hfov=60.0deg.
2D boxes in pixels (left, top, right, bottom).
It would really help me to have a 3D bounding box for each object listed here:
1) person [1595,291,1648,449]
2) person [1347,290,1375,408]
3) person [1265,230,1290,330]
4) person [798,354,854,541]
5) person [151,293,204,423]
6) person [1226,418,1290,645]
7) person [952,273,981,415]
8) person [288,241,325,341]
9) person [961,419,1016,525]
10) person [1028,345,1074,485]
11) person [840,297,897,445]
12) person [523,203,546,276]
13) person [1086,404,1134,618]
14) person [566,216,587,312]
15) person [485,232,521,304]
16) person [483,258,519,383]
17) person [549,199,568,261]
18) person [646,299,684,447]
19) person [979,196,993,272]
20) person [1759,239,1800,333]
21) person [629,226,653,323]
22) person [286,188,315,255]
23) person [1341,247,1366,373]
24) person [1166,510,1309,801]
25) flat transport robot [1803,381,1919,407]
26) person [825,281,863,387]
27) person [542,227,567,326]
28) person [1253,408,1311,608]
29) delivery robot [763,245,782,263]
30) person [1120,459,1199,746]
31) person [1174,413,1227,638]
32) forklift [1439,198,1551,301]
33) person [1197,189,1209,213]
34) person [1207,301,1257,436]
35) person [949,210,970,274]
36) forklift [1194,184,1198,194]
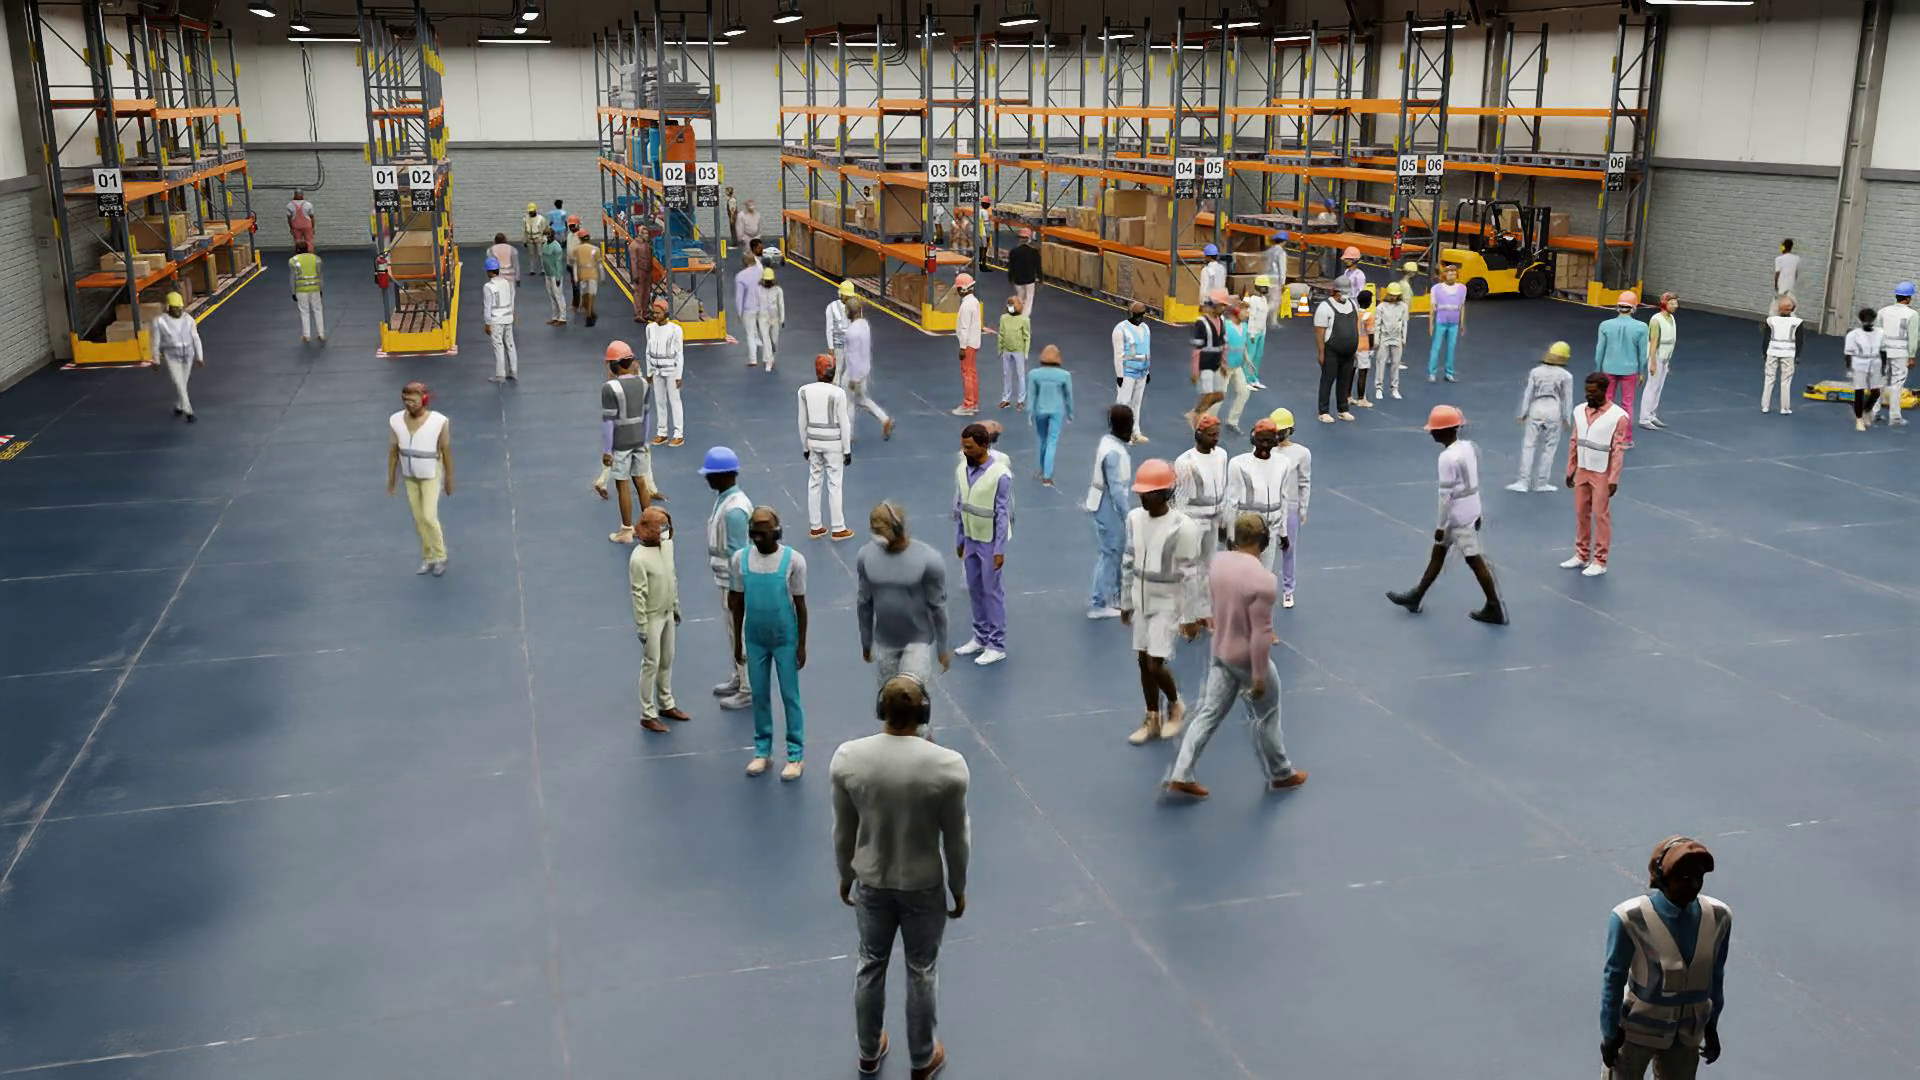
[{"bbox_3d":[8.391,-2.156,21.136,0.610,1.996,0.386,8,17,27],"label":"person"},{"bbox_3d":[5.767,-2.753,23.966,0.324,1.691,0.537,-8,17,-28],"label":"person"},{"bbox_3d":[5.985,-4.946,31.792,0.637,1.913,0.642,-4,15,-13],"label":"person"},{"bbox_3d":[-1.345,-0.930,16.732,0.573,1.886,0.353,8,17,27],"label":"person"},{"bbox_3d":[-10.770,-2.522,22.951,0.945,1.774,0.607,12,19,38],"label":"person"},{"bbox_3d":[2.406,-0.061,13.463,0.572,1.886,0.355,-6,16,-21],"label":"person"},{"bbox_3d":[0.094,-2.754,23.419,0.412,1.982,0.625,3,15,13],"label":"person"},{"bbox_3d":[-12.014,-4.580,30.600,0.617,1.830,0.430,-12,19,-39],"label":"person"},{"bbox_3d":[0.273,-0.271,14.754,0.529,1.618,0.487,11,19,37],"label":"person"},{"bbox_3d":[1.059,-1.475,19.346,0.516,1.582,0.869,3,15,12],"label":"person"},{"bbox_3d":[-1.259,-2.136,21.217,0.797,1.917,0.639,4,15,13],"label":"person"},{"bbox_3d":[-10.648,-7.517,41.647,0.598,1.824,0.403,2,15,8],"label":"person"},{"bbox_3d":[1.398,-0.235,14.156,0.649,1.881,0.619,2,15,8],"label":"person"},{"bbox_3d":[-7.993,-5.752,34.670,0.611,1.995,0.375,12,19,37],"label":"person"},{"bbox_3d":[-8.983,-5.129,32.693,0.672,1.802,0.479,-5,16,-18],"label":"person"},{"bbox_3d":[-7.240,-3.441,26.091,0.425,1.938,0.603,6,16,23],"label":"person"},{"bbox_3d":[-10.959,-8.477,45.510,0.548,1.675,0.367,2,15,8],"label":"person"},{"bbox_3d":[-3.773,-2.133,21.273,0.573,1.880,0.359,8,17,28],"label":"person"},{"bbox_3d":[0.634,-7.847,42.682,0.375,1.927,0.543,-6,16,-22],"label":"person"},{"bbox_3d":[15.365,-4.698,31.072,0.489,1.803,1.007,0,15,1],"label":"person"},{"bbox_3d":[-6.309,-5.288,33.125,0.401,1.897,0.648,5,16,18],"label":"person"},{"bbox_3d":[-17.578,-8.371,44.435,0.685,2.000,0.538,-4,15,-16],"label":"person"},{"bbox_3d":[6.291,-3.709,26.887,0.378,2.045,0.605,-3,15,-12],"label":"person"},{"bbox_3d":[1.751,0.738,10.482,1.010,1.892,0.624,-8,17,-28],"label":"person"},{"bbox_3d":[13.264,-2.160,24.456,1.431,0.197,0.652,12,19,37],"label":"flat transport robot"},{"bbox_3d":[-1.640,-2.828,23.997,0.588,1.823,0.403,-8,17,-28],"label":"person"},{"bbox_3d":[-7.962,-5.154,32.553,0.375,1.933,0.627,-12,19,-38],"label":"person"},{"bbox_3d":[2.776,-0.280,14.517,0.533,1.767,0.312,5,16,19],"label":"person"},{"bbox_3d":[-4.984,-7.608,44.233,0.477,0.478,0.707,-6,16,-22],"label":"delivery robot"},{"bbox_3d":[1.319,0.445,11.290,0.419,2.025,0.644,-12,19,-38],"label":"person"},{"bbox_3d":[1.985,-0.121,13.716,0.567,1.878,0.352,-13,20,-41],"label":"person"},{"bbox_3d":[11.913,-6.508,37.130,2.313,2.155,1.214,-4,15,-15],"label":"forklift"},{"bbox_3d":[7.134,-9.508,49.281,0.406,1.748,0.543,13,20,41],"label":"person"},{"bbox_3d":[3.547,-2.260,21.918,0.635,1.791,0.579,11,19,36],"label":"person"},{"bbox_3d":[-0.018,-7.565,42.187,0.540,1.621,0.393,-1,15,-3],"label":"person"},{"bbox_3d":[7.392,-11.333,53.972,1.873,2.768,1.129,-4,15,-15],"label":"forklift"}]
